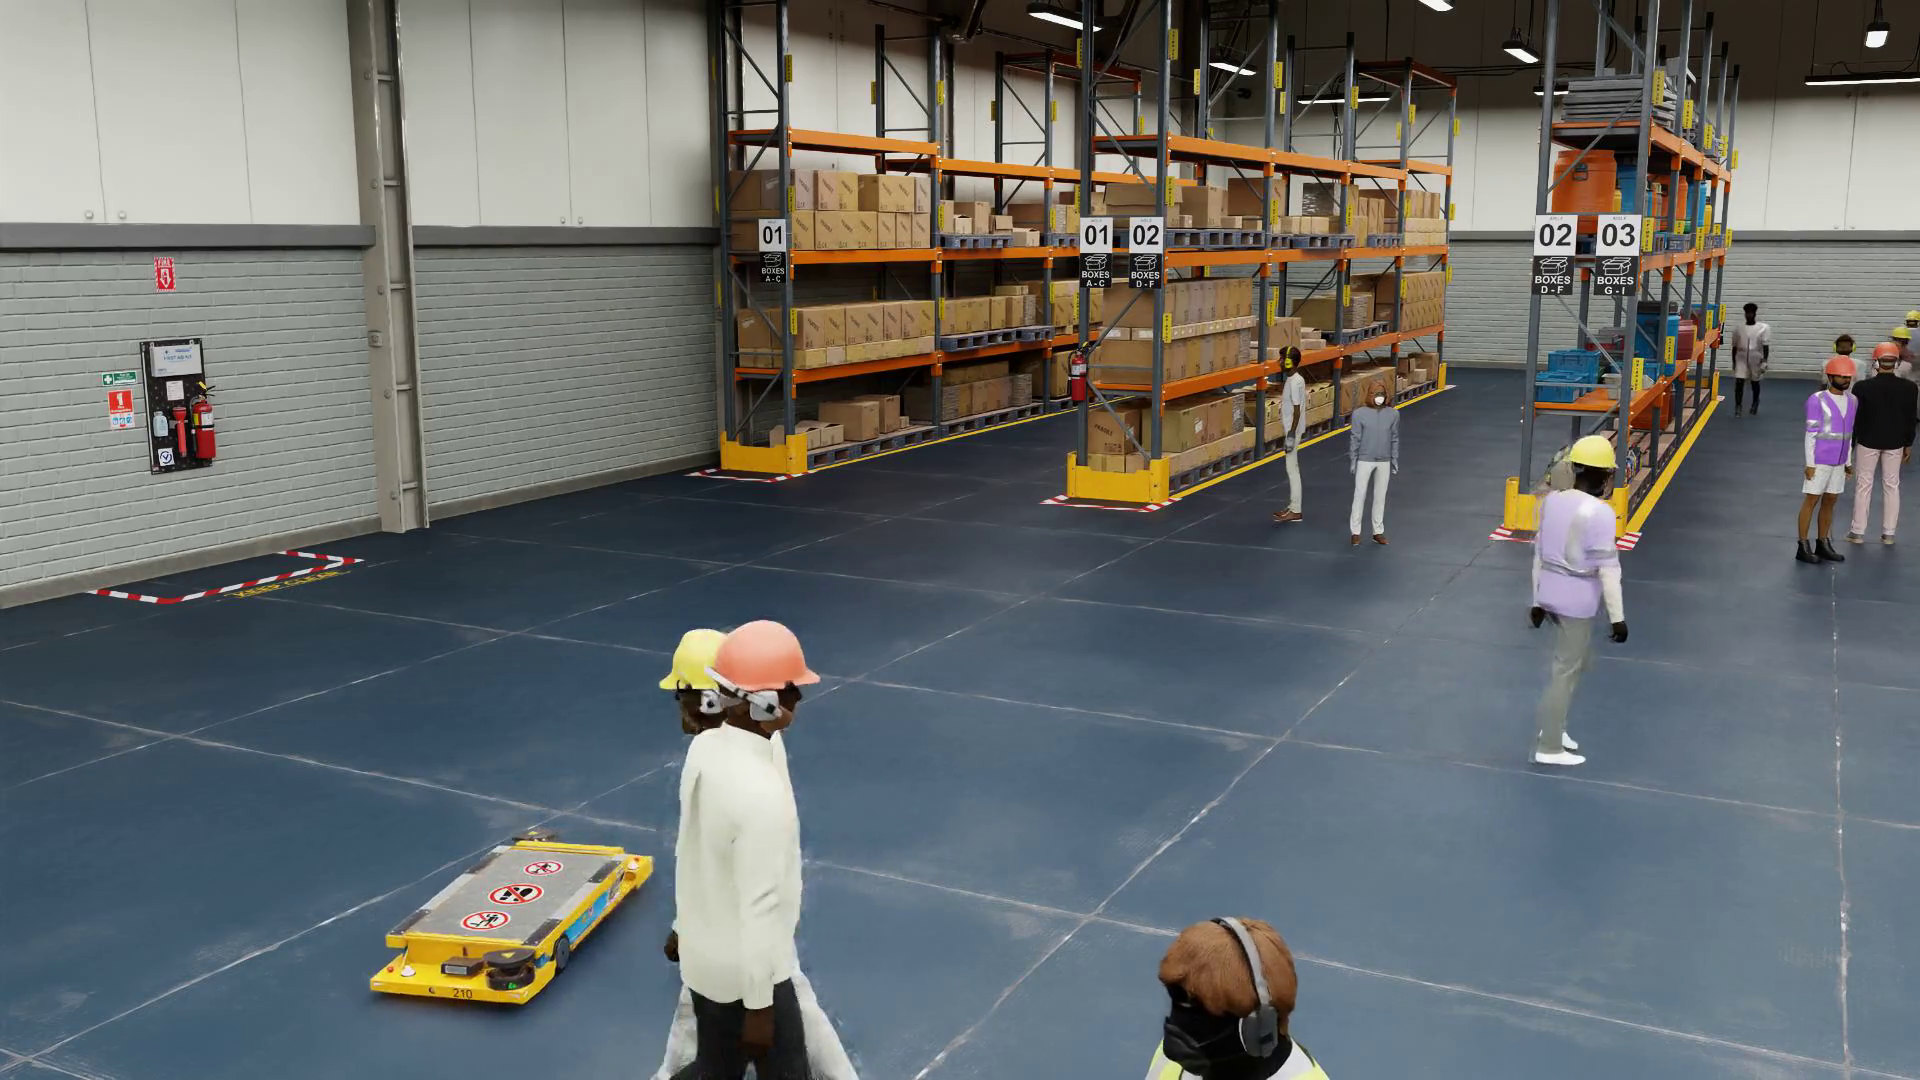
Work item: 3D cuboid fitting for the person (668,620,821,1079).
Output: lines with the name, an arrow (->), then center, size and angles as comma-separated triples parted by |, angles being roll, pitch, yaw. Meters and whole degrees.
person -> -0.744, 1.203, 4.761 | 0.802, 1.969, 0.628 | -6, 12, -28

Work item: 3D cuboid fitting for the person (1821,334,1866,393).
person -> 10.913, -1.632, 20.578 | 0.530, 1.838, 0.933 | 4, 11, 19

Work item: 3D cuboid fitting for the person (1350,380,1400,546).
person -> 4.069, -0.758, 16.330 | 0.503, 1.632, 0.274 | -1, 10, -7

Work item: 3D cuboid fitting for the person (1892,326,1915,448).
person -> 13.276, -2.144, 23.572 | 0.527, 1.749, 0.545 | 0, 10, 1

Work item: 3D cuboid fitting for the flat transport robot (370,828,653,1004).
flat transport robot -> -1.897, 1.595, 7.221 | 0.652, 0.197, 1.431 | 2, 11, 10

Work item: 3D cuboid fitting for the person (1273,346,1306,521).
person -> 3.520, -1.126, 17.710 | 0.317, 1.865, 0.523 | 2, 11, 12

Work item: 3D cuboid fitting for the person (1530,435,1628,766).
person -> 3.541, 0.359, 9.505 | 0.547, 1.908, 0.611 | -2, 11, -10

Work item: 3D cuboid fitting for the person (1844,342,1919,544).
person -> 9.063, -0.949, 16.389 | 0.611, 1.994, 0.379 | 2, 11, 13

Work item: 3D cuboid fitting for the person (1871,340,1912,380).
person -> 12.700, -1.915, 22.710 | 0.508, 1.614, 0.700 | 1, 10, 7

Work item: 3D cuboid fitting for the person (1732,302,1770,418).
person -> 13.263, -3.028, 27.911 | 0.609, 1.933, 0.870 | 7, 12, 32

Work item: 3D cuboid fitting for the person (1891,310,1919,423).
person -> 15.342, -2.792, 26.882 | 0.586, 1.832, 0.403 | 8, 13, 36

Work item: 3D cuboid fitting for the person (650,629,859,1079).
person -> -0.714, 1.165, 5.498 | 0.945, 1.780, 0.586 | 0, 10, 0

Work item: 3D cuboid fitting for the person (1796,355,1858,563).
person -> 8.089, -0.749, 15.452 | 0.546, 1.939, 0.375 | -3, 11, -18

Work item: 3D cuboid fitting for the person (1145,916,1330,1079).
person -> 0.498, 1.570, 3.100 | 0.429, 1.835, 0.630 | -3, 11, -17
